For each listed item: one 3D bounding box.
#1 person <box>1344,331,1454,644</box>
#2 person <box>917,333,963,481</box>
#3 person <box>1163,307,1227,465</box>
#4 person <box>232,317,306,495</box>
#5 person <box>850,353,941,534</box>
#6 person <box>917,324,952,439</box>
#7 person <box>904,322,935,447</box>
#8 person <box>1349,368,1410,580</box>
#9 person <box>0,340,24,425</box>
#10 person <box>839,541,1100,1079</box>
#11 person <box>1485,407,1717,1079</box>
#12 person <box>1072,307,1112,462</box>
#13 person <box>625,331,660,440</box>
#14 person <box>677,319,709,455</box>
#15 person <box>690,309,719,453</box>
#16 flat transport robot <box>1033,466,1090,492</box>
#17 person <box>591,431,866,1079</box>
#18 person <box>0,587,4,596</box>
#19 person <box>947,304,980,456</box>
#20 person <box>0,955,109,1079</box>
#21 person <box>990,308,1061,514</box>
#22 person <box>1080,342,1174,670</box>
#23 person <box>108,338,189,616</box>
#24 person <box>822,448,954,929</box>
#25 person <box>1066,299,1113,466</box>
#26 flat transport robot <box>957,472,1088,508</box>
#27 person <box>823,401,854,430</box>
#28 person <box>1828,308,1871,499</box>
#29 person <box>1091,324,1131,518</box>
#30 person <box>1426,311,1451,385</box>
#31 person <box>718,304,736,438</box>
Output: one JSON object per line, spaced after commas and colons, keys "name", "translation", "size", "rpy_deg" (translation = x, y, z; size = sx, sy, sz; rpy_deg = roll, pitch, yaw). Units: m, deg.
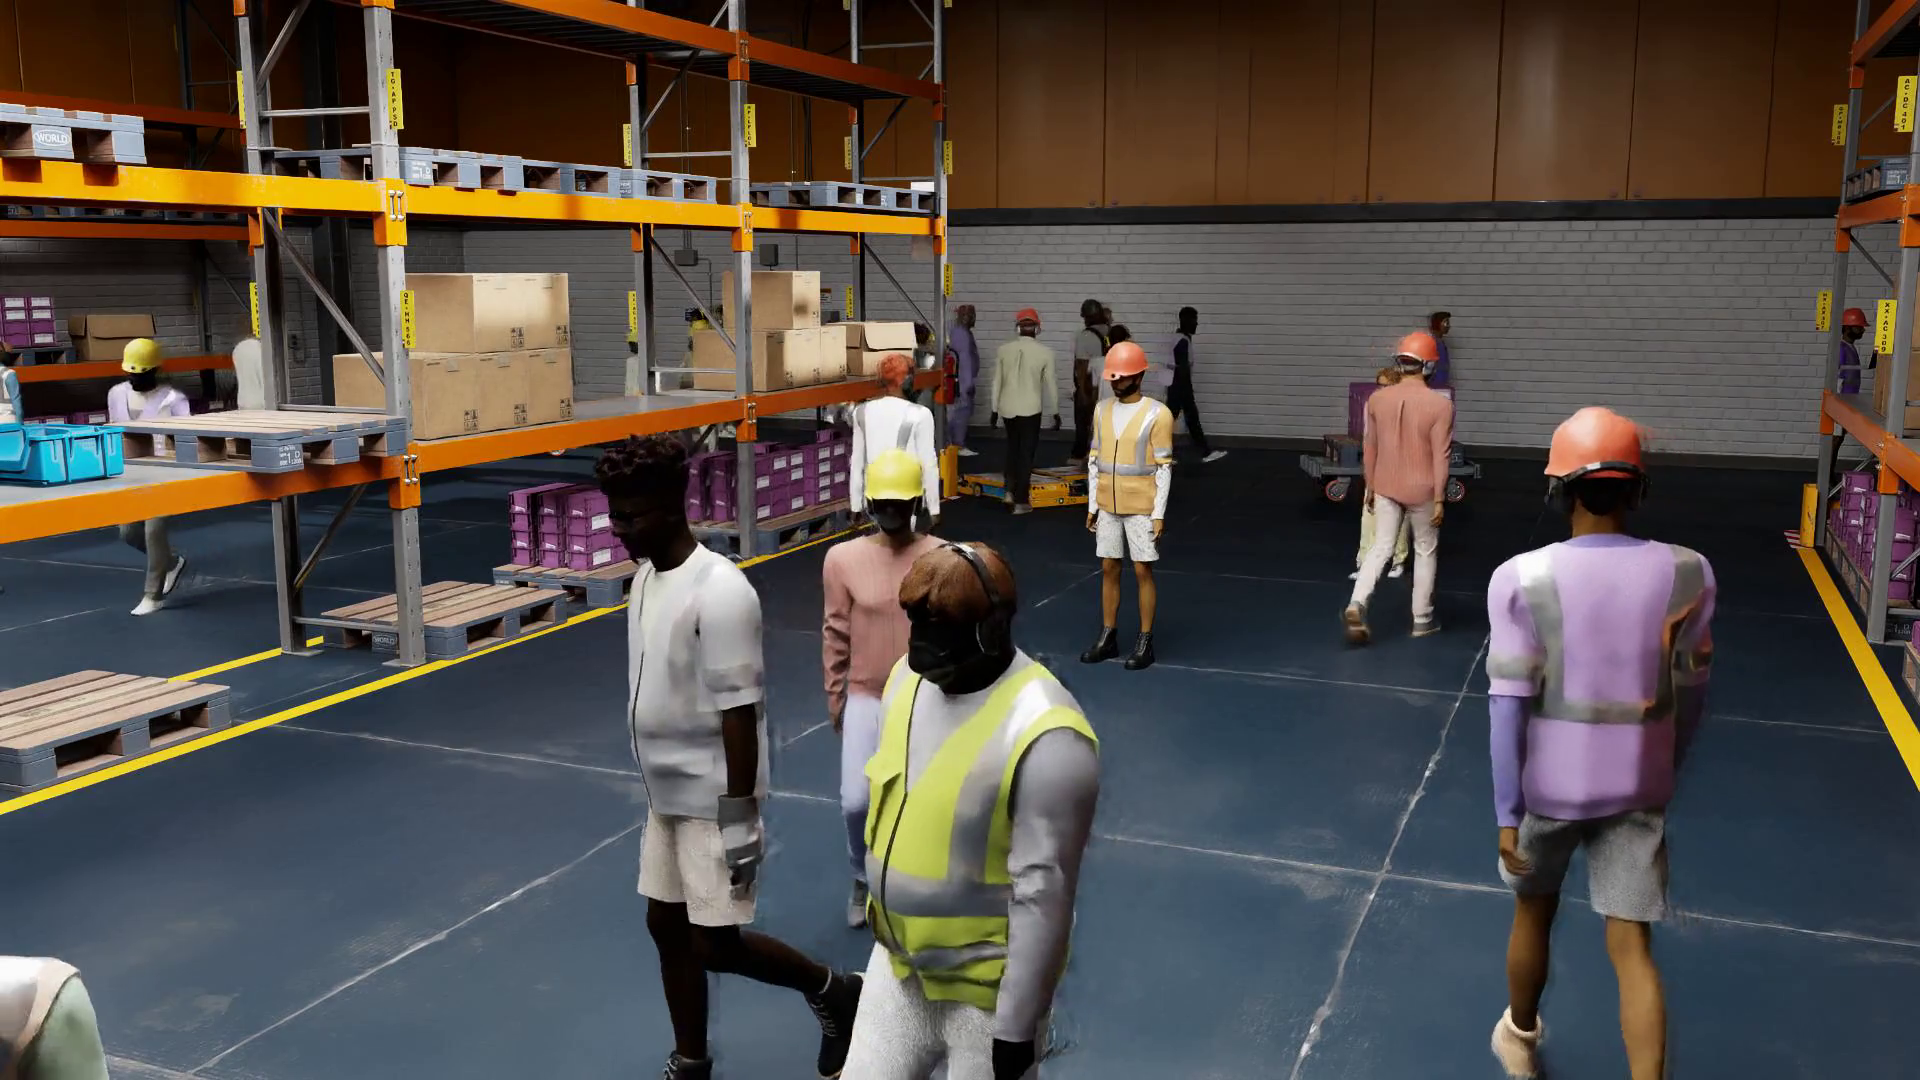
{"name": "person", "translation": [2.765, -0.321, 10.413], "size": [0.618, 1.970, 0.897], "rpy_deg": [8, 13, 41]}
{"name": "person", "translation": [-0.399, -1.468, 18.208], "size": [0.873, 1.695, 0.506], "rpy_deg": [2, 10, 13]}
{"name": "person", "translation": [2.741, -1.814, 19.732], "size": [0.969, 1.868, 0.597], "rpy_deg": [1, 9, 6]}
{"name": "person", "translation": [-7.056, -1.343, 16.849], "size": [0.649, 1.886, 1.018], "rpy_deg": [5, 11, 30]}
{"name": "person", "translation": [-0.437, -0.228, 10.239], "size": [0.586, 1.849, 0.939], "rpy_deg": [6, 11, 33]}
{"name": "person", "translation": [-0.421, -2.043, 21.914], "size": [0.668, 1.607, 0.519], "rpy_deg": [9, 13, 43]}
{"name": "person", "translation": [-0.729, -1.996, 21.532], "size": [0.816, 1.659, 0.552], "rpy_deg": [-2, 10, -10]}
{"name": "person", "translation": [3.192, -0.477, 12.463], "size": [0.501, 1.600, 0.735], "rpy_deg": [7, 12, 37]}
{"name": "person", "translation": [-9.422, -1.143, 16.383], "size": [0.523, 1.638, 0.310], "rpy_deg": [4, 10, 23]}
{"name": "person", "translation": [0.007, 0.894, 3.495], "size": [0.468, 1.819, 0.642], "rpy_deg": [-7, 12, -35]}
{"name": "person", "translation": [1.701, 0.654, 4.433], "size": [0.612, 2.006, 1.014], "rpy_deg": [1, 9, 6]}
{"name": "person", "translation": [1.724, -1.814, 19.729], "size": [0.838, 1.871, 0.670], "rpy_deg": [8, 13, 41]}
{"name": "person", "translation": [-3.267, -1.360, 17.324], "size": [0.641, 1.745, 0.534], "rpy_deg": [-9, 13, -44]}
{"name": "person", "translation": [-2.856, -1.486, 18.036], "size": [0.403, 1.800, 0.655], "rpy_deg": [-7, 12, -37]}
{"name": "person", "translation": [-3.028, -1.800, 19.713], "size": [0.319, 1.862, 0.519], "rpy_deg": [-3, 10, -15]}
{"name": "flat transport robot", "translation": [1.359, -0.649, 17.524], "size": [1.431, 0.197, 0.652], "rpy_deg": [-6, 11, -30]}
{"name": "person", "translation": [-0.631, 0.664, 4.537], "size": [0.697, 1.939, 0.665], "rpy_deg": [-6, 11, -33]}
{"name": "person", "translation": [-7.146, -0.447, 11.606], "size": [0.517, 1.831, 0.642], "rpy_deg": [7, 12, 37]}
{"name": "person", "translation": [0.030, -1.975, 20.655], "size": [0.431, 1.895, 0.654], "rpy_deg": [-2, 10, -10]}
{"name": "person", "translation": [-1.497, 1.166, 2.439], "size": [0.534, 1.618, 0.509], "rpy_deg": [0, 9, 1]}
{"name": "person", "translation": [0.629, -1.231, 15.929], "size": [0.650, 1.967, 0.466], "rpy_deg": [5, 10, 26]}
{"name": "person", "translation": [0.973, -0.199, 9.792], "size": [0.542, 1.928, 0.374], "rpy_deg": [7, 12, 36]}
{"name": "person", "translation": [-5.519, -0.440, 11.370], "size": [0.667, 1.885, 0.606], "rpy_deg": [2, 10, 12]}
{"name": "person", "translation": [-0.210, 0.556, 5.750], "size": [0.528, 1.758, 0.360], "rpy_deg": [0, 9, -3]}
{"name": "person", "translation": [1.638, -1.838, 19.381], "size": [0.700, 2.000, 0.977], "rpy_deg": [-6, 11, -32]}
{"name": "flat transport robot", "translation": [0.614, -0.524, 16.766], "size": [0.652, 0.197, 1.431], "rpy_deg": [-6, 11, -31]}
{"name": "person", "translation": [-1.306, -1.597, 19.095], "size": [0.881, 1.652, 0.528], "rpy_deg": [-7, 12, -36]}
{"name": "person", "translation": [9.038, -1.396, 17.011], "size": [0.369, 1.939, 0.542], "rpy_deg": [7, 12, 38]}
{"name": "person", "translation": [1.452, -1.127, 15.753], "size": [0.514, 1.827, 0.965], "rpy_deg": [3, 10, 19]}
{"name": "person", "translation": [5.588, -1.770, 19.573], "size": [0.436, 1.835, 0.589], "rpy_deg": [5, 11, 28]}
{"name": "person", "translation": [-3.164, -2.312, 22.839], "size": [0.472, 1.845, 0.553], "rpy_deg": [5, 11, 28]}
